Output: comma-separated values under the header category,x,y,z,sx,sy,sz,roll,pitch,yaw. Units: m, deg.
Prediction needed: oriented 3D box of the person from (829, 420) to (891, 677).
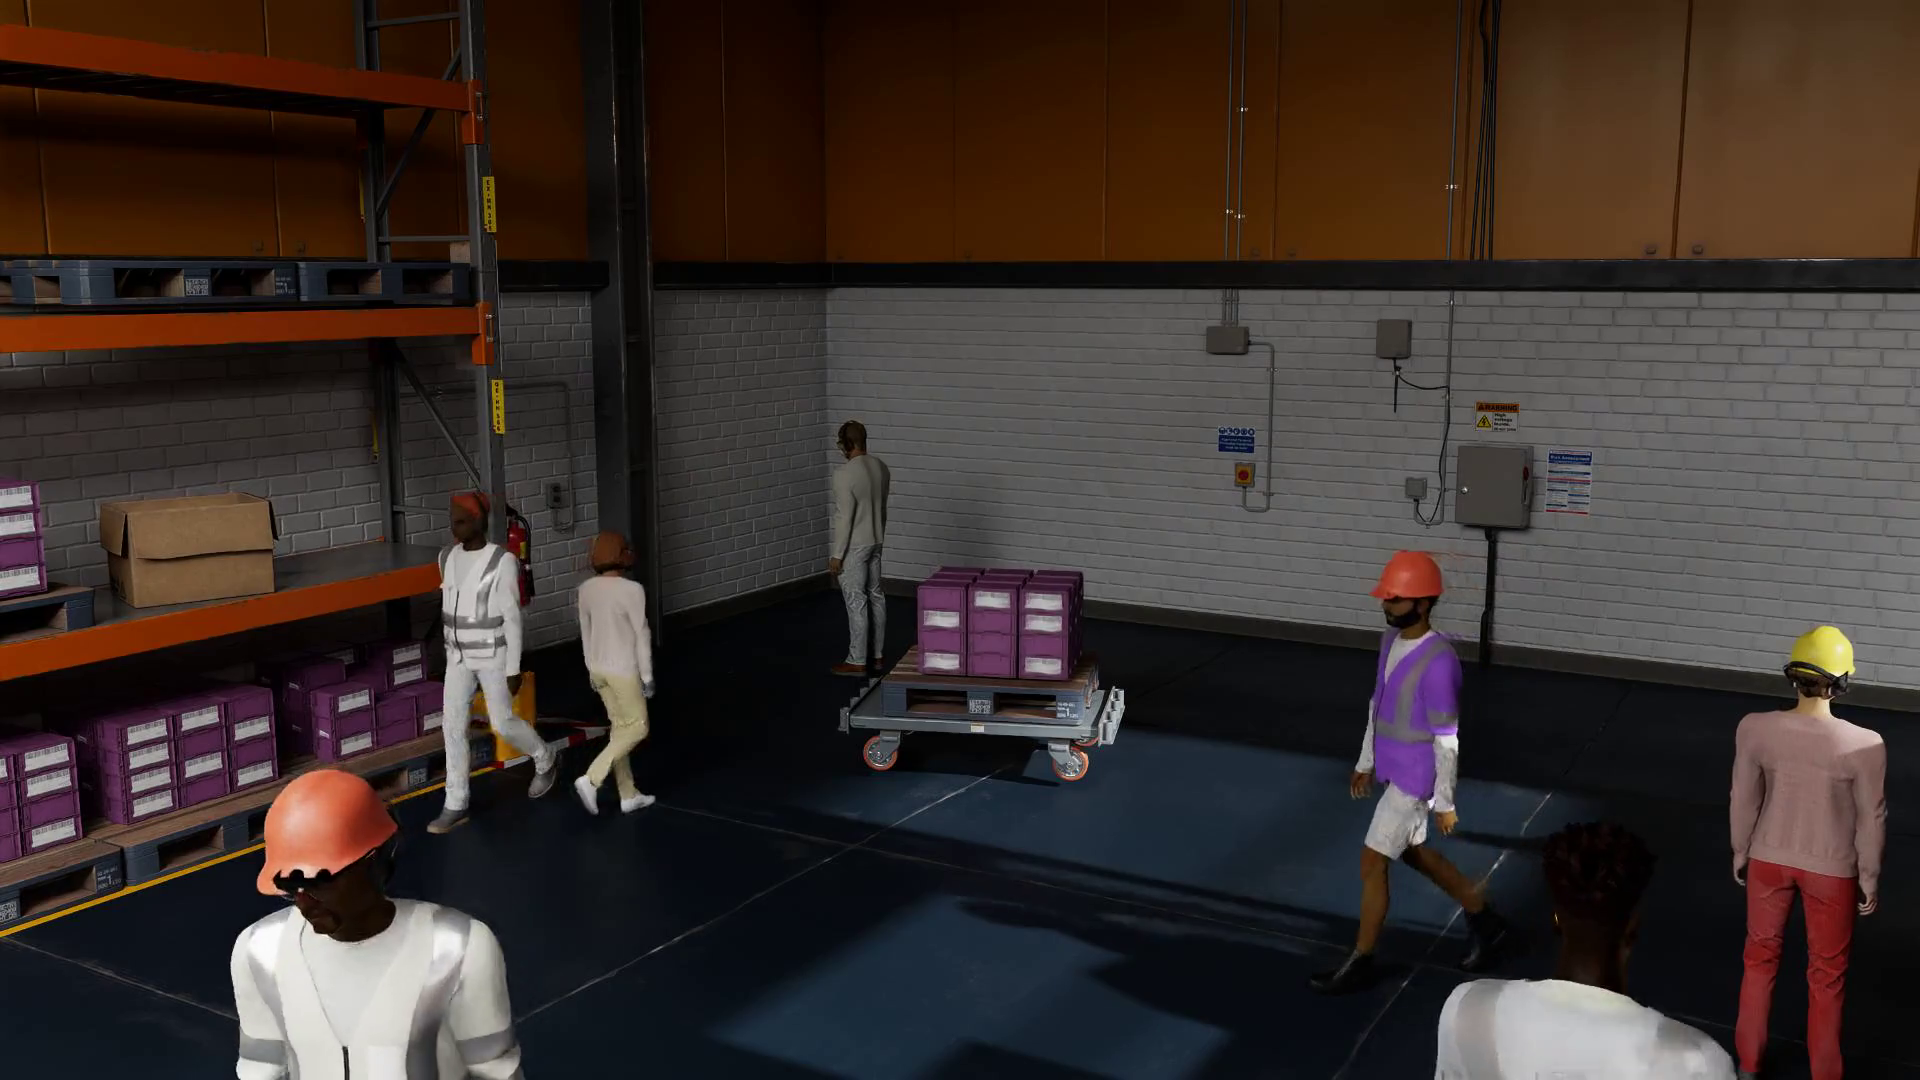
category,x,y,z,sx,sy,sz,roll,pitch,yaw
person,-0.771,0.064,12.558,0.373,1.935,0.628,5,11,30

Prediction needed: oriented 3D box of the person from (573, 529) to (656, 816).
category,x,y,z,sx,sy,sz,roll,pitch,yaw
person,-1.948,0.751,9.229,0.529,1.613,0.529,7,11,37

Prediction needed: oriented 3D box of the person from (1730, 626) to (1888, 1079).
category,x,y,z,sx,sy,sz,roll,pitch,yaw
person,3.079,1.187,6.067,0.523,1.769,0.321,9,13,43

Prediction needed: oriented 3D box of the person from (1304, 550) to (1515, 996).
category,x,y,z,sx,sy,sz,roll,pitch,yaw
person,1.952,0.971,7.014,0.930,1.904,0.546,-1,9,-5

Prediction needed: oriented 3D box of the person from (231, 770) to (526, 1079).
category,x,y,z,sx,sy,sz,roll,pitch,yaw
person,-1.294,1.432,3.895,0.665,1.993,0.979,1,9,6

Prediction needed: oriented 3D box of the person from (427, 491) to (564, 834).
category,x,y,z,sx,sy,sz,roll,pitch,yaw
person,-2.609,0.637,9.241,0.584,1.858,0.860,5,10,29

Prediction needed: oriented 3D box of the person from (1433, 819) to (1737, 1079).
category,x,y,z,sx,sy,sz,roll,pitch,yaw
person,1.296,1.517,3.521,0.622,1.910,1.037,6,11,33
